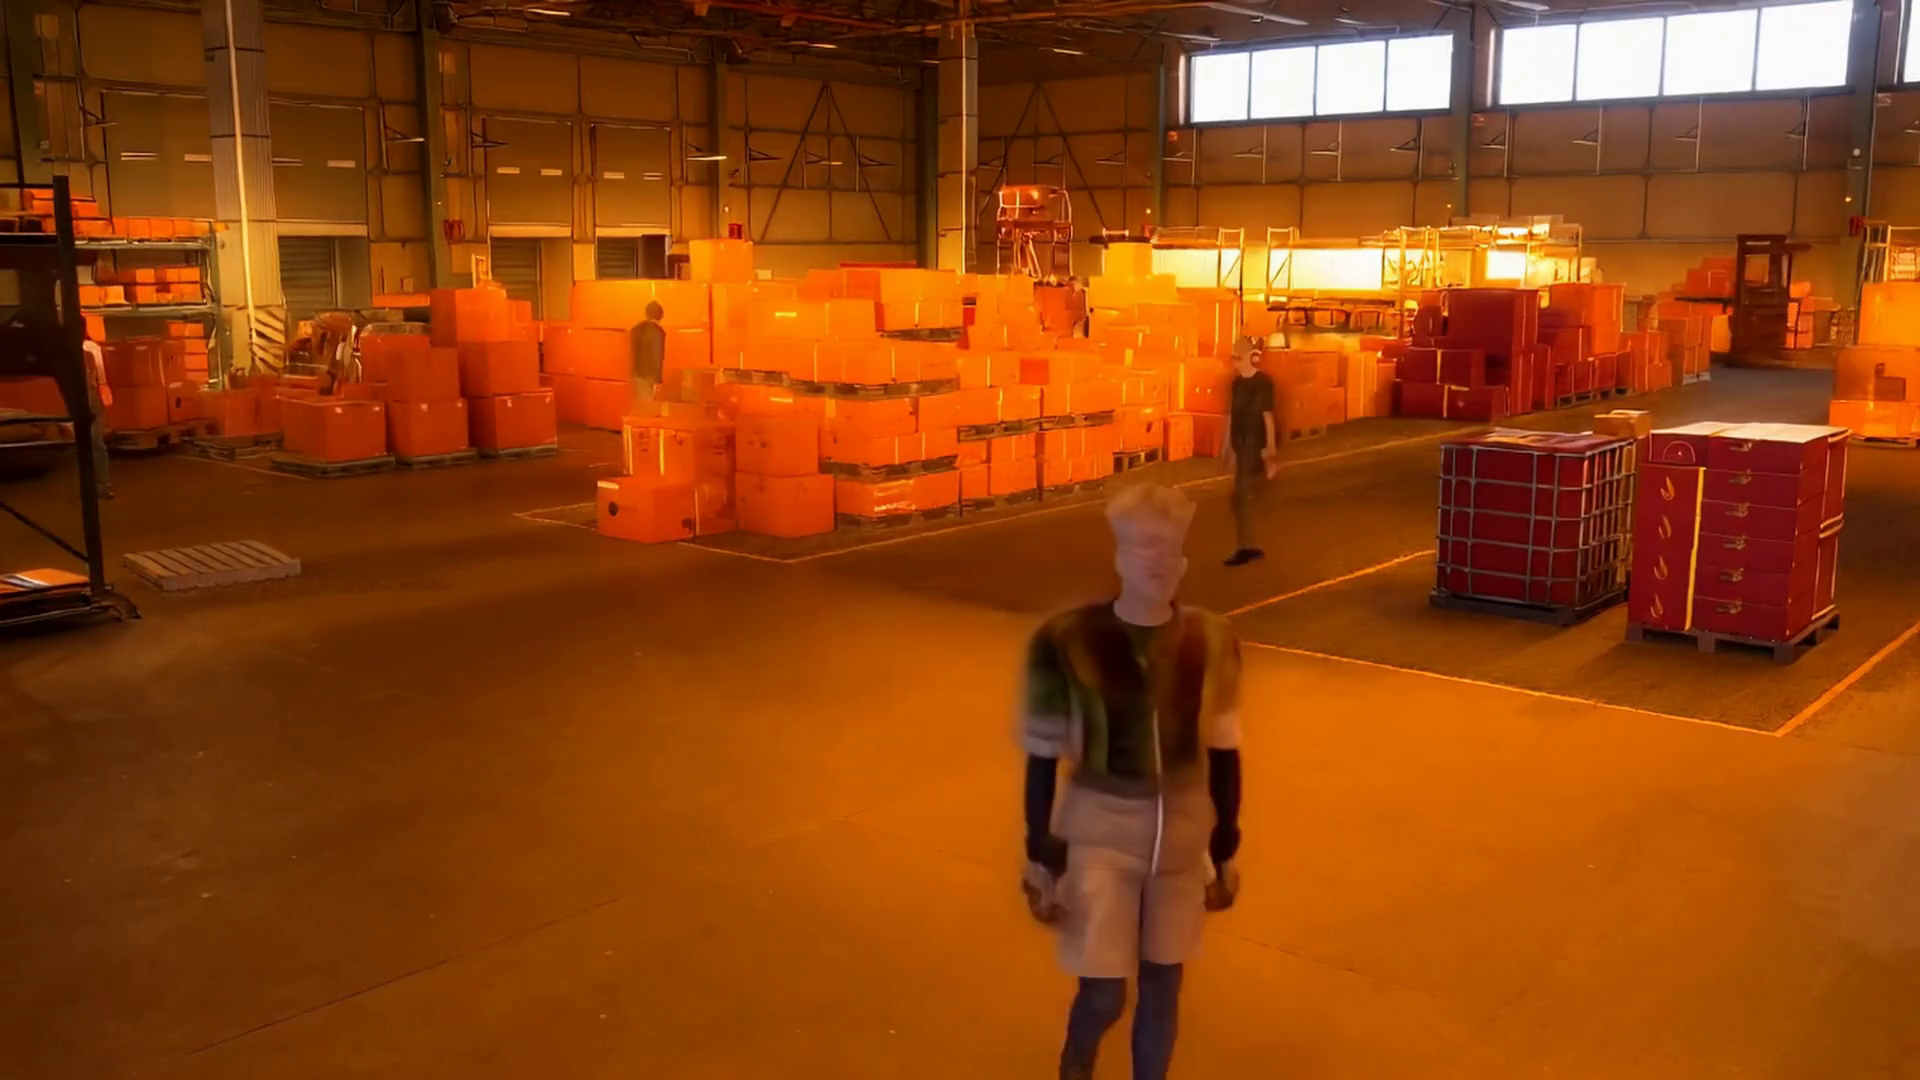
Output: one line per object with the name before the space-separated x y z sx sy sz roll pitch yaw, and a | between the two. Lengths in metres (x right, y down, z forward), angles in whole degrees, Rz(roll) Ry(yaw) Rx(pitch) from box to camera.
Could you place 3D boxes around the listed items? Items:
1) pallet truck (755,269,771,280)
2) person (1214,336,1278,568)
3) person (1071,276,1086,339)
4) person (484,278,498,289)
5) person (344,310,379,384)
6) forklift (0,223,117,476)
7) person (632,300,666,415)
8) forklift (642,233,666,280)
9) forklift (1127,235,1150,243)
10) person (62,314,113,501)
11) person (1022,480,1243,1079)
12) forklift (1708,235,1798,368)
pallet truck | -4.996 -6.432 45.525 1.885 1.965 0.823 -6 12 -32
person | 2.228 -0.701 13.296 0.642 1.848 0.573 -5 11 -26
person | 2.576 -4.824 36.538 0.370 1.940 0.630 2 10 10
person | -9.526 -4.355 33.871 0.358 1.938 0.542 3 11 19
person | -9.036 -2.665 25.177 0.527 1.607 0.399 -2 10 -11
forklift | -10.758 -2.202 18.926 1.129 2.768 1.873 0 10 2
person | -3.742 -1.990 20.485 0.849 1.906 0.644 -9 13 -42
forklift | -5.931 -4.602 32.595 1.873 2.768 1.129 -2 10 -10
forklift | 4.031 -5.554 38.013 1.873 2.768 1.129 2 10 14
person | -8.829 -1.353 16.884 0.404 1.907 0.597 -6 12 -31
person | 0.471 0.805 4.426 0.630 1.955 0.426 -3 10 -16
forklift | 17.013 -5.122 35.554 1.129 2.768 1.873 0 10 0
